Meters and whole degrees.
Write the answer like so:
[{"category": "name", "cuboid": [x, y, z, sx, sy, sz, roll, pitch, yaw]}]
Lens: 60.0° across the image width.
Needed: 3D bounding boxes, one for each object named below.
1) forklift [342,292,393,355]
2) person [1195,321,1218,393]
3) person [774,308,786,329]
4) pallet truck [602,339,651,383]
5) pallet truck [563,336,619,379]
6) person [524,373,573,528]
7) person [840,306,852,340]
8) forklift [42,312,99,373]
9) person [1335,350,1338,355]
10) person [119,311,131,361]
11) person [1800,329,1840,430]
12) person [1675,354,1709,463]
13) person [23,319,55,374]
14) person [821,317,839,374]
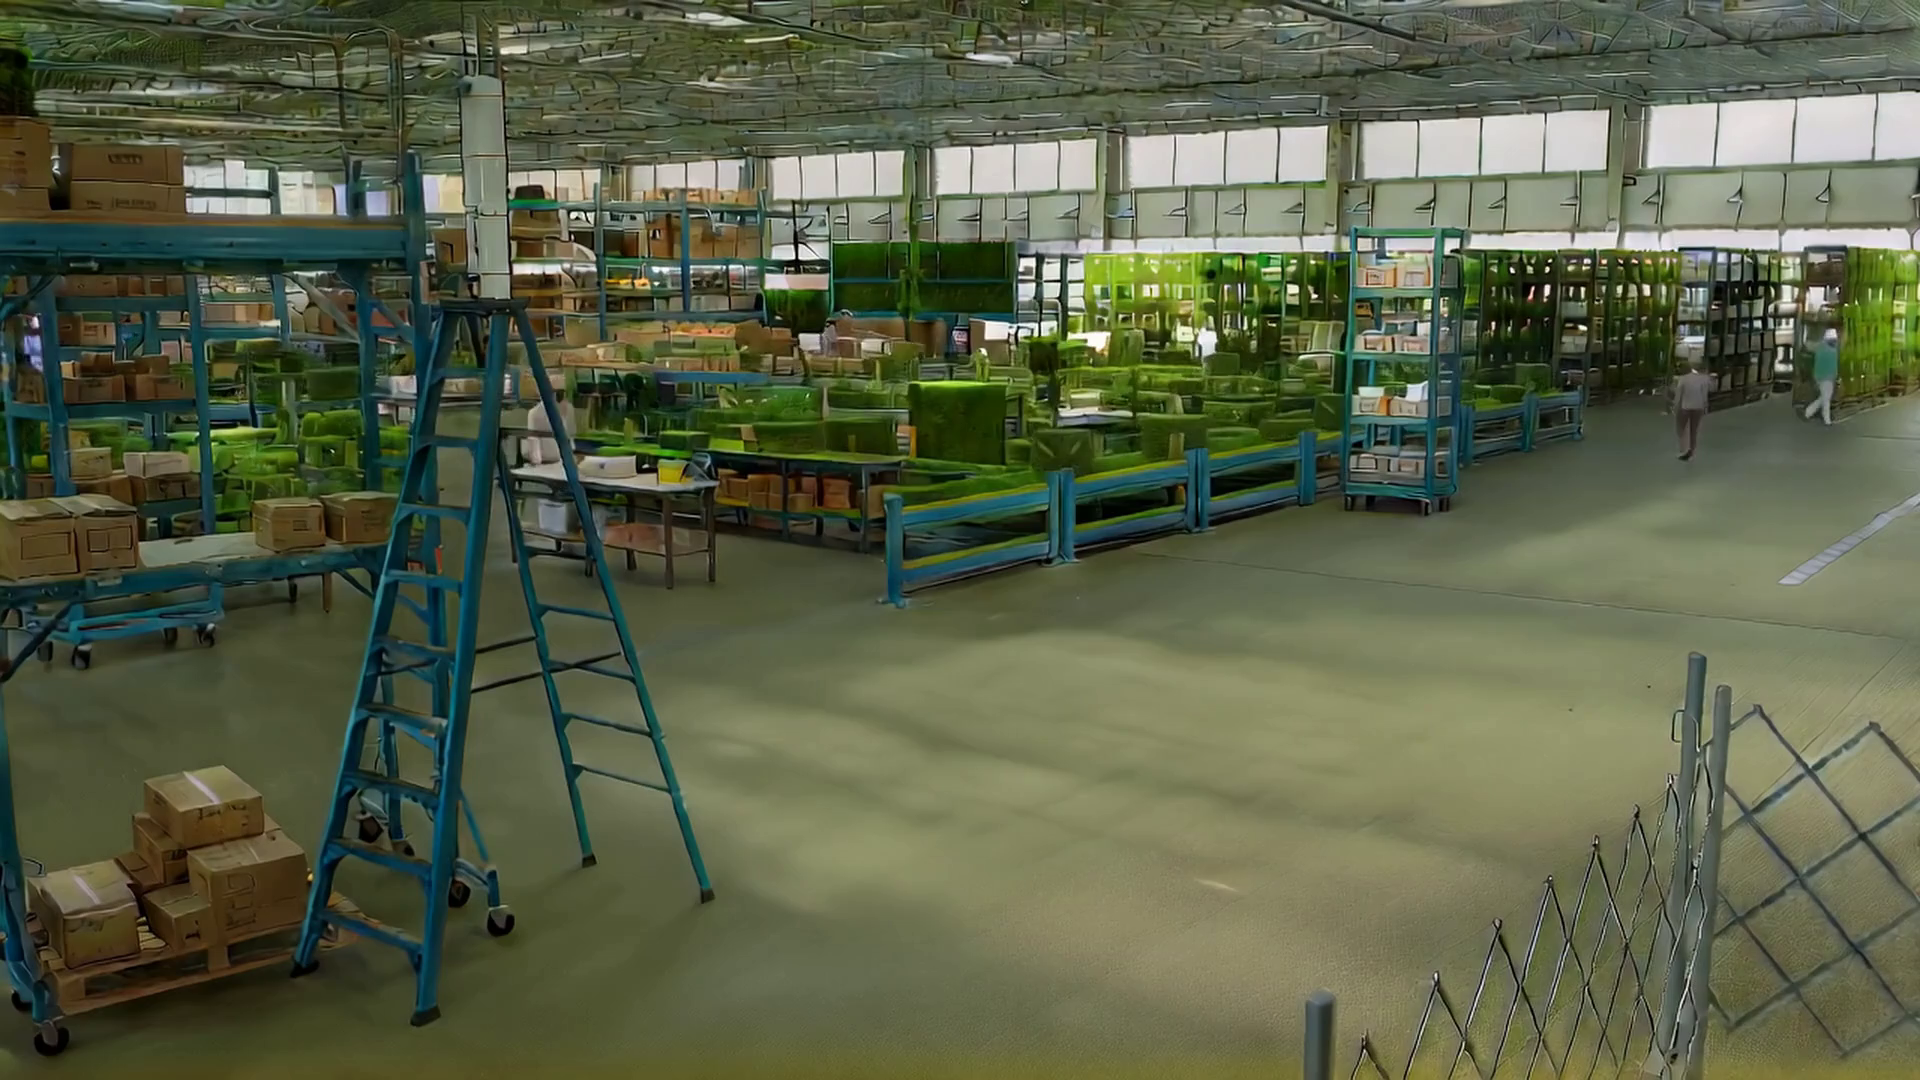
[{"category": "forklift", "cuboid": [-16.485, -5.622, 45.120, 1.129, 2.768, 1.873, 7, 11, 37]}, {"category": "person", "cuboid": [6.212, -4.587, 41.877, 0.564, 1.847, 0.396, -1, 9, -7]}, {"category": "person", "cuboid": [-5.967, -6.752, 55.214, 0.403, 1.904, 0.652, -2, 9, -13]}, {"category": "pallet truck", "cuboid": [-8.991, -4.871, 45.351, 0.653, 1.274, 1.630, 7, 11, 37]}, {"category": "pallet truck", "cuboid": [-10.690, -5.294, 48.215, 1.601, 1.201, 0.680, -5, 10, -26]}, {"category": "person", "cuboid": [-4.732, -0.987, 19.235, 0.866, 1.912, 0.554, 8, 12, 41]}, {"category": "person", "cuboid": [-4.657, -8.605, 67.364, 0.523, 1.712, 0.909, 5, 10, 27]}, {"category": "forklift", "cuboid": [-23.779, -5.451, 44.052, 1.873, 2.768, 1.129, 7, 11, 36]}, {"category": "person", "cuboid": [10.881, -5.542, 47.370, 0.713, 1.999, 0.665, -5, 10, -29]}, {"category": "person", "cuboid": [-28.682, -7.046, 57.326, 0.792, 1.822, 0.626, -9, 13, -44]}, {"category": "person", "cuboid": [16.874, -3.146, 32.518, 0.622, 1.967, 0.817, -6, 11, -31]}, {"category": "person", "cuboid": [11.762, -2.117, 26.766, 0.531, 1.754, 0.400, 1, 9, 9]}, {"category": "person", "cuboid": [-20.645, -3.944, 37.307, 0.485, 2.024, 0.628, 8, 12, 40]}, {"category": "person", "cuboid": [-3.700, -5.362, 46.825, 0.598, 1.814, 0.552, -6, 11, -33]}]
